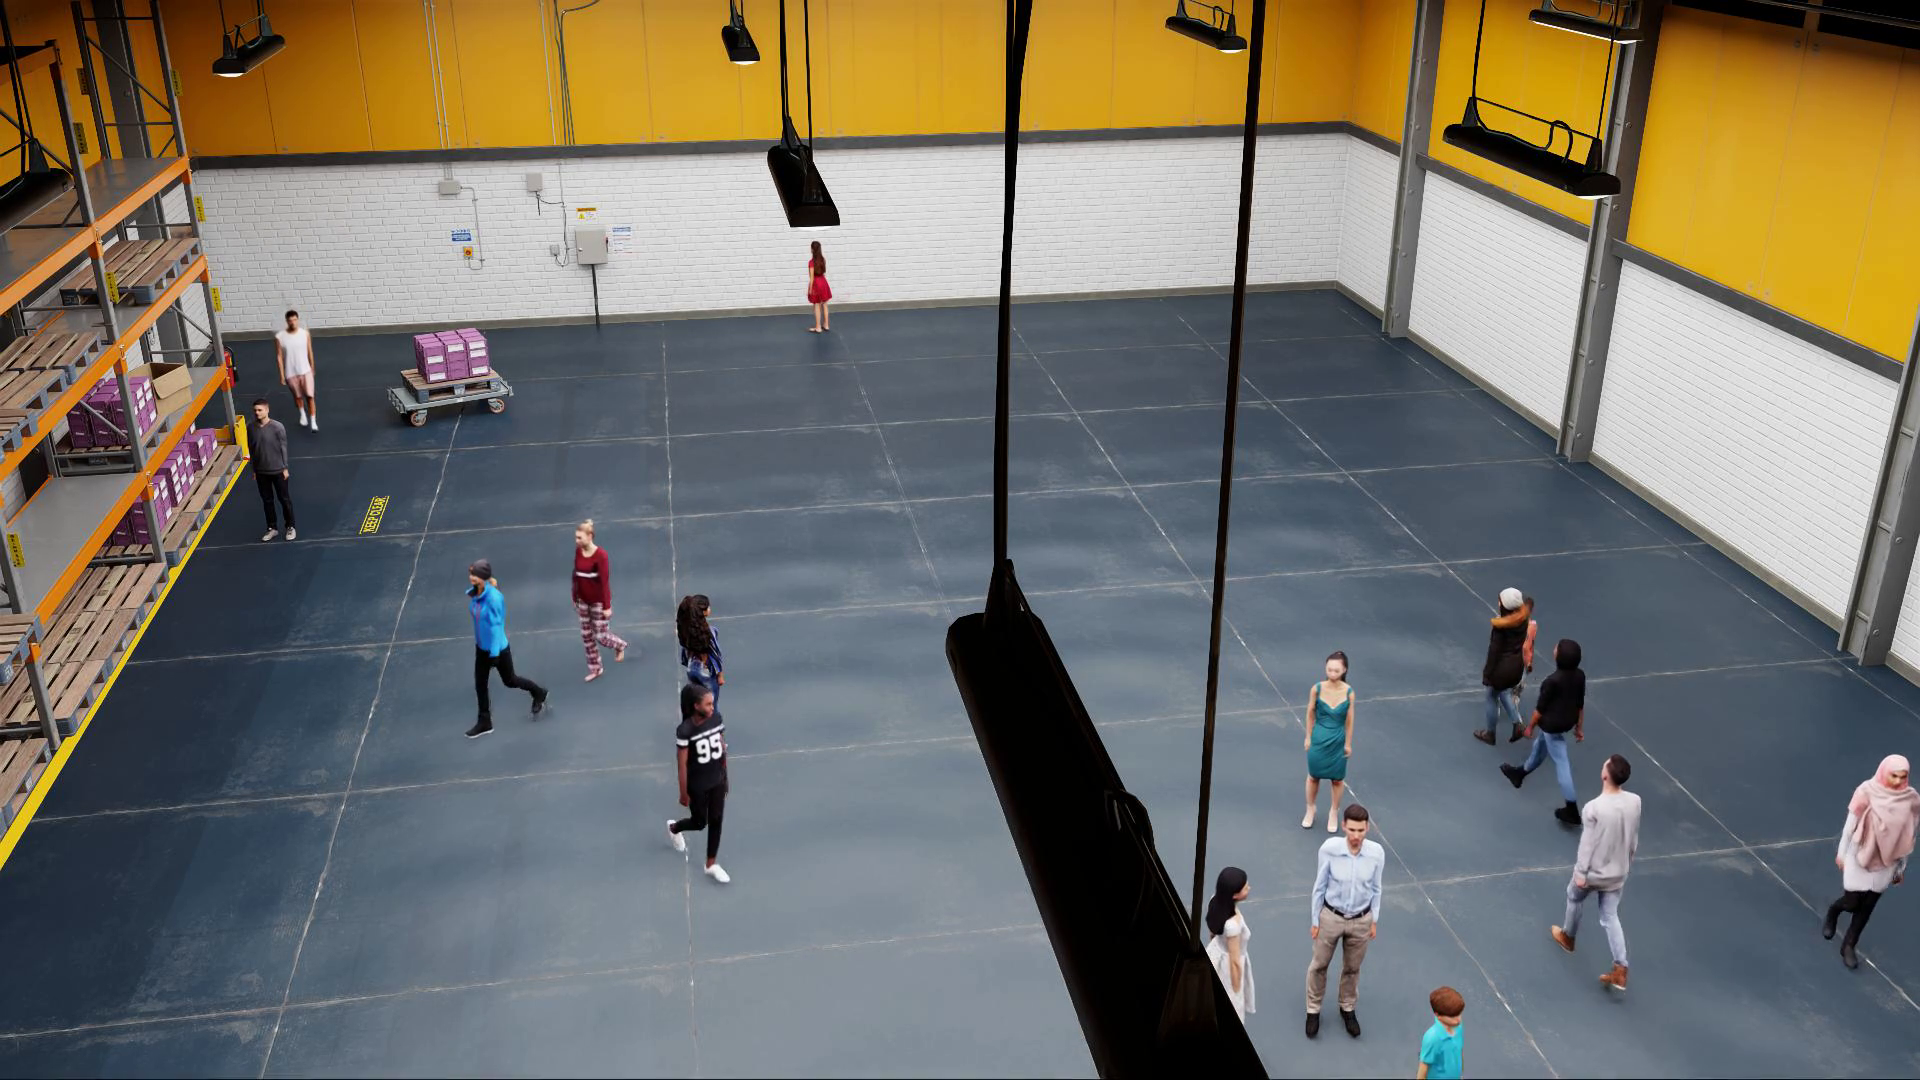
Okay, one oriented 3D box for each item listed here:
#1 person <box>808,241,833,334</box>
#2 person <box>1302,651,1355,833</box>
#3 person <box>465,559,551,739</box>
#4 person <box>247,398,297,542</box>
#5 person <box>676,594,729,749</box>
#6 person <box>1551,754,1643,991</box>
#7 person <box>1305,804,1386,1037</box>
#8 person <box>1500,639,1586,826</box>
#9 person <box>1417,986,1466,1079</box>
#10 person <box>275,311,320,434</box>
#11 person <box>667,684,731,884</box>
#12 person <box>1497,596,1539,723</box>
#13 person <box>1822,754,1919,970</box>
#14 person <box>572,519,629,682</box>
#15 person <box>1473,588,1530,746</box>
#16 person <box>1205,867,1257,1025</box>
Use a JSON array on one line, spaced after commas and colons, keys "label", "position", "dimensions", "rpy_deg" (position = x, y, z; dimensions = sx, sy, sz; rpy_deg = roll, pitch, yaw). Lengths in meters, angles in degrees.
[{"label": "person", "position": [-2.399, -4.302, 28.176], "dimensions": [0.736, 1.552, 0.676], "rpy_deg": [20, 31, 38]}, {"label": "person", "position": [3.154, 1.727, 14.213], "dimensions": [0.611, 1.688, 0.601], "rpy_deg": [6, 24, 13]}, {"label": "person", "position": [-4.332, 1.009, 15.762], "dimensions": [1.140, 1.762, 1.095], "rpy_deg": [21, 31, 39]}, {"label": "person", "position": [-8.305, -0.858, 20.036], "dimensions": [0.635, 1.761, 0.568], "rpy_deg": [-2, 24, -3]}, {"label": "person", "position": [-2.385, 1.230, 15.438], "dimensions": [0.697, 1.617, 0.754], "rpy_deg": [15, 28, 31]}, {"label": "person", "position": [4.814, 2.486, 12.337], "dimensions": [0.744, 1.800, 1.130], "rpy_deg": [-7, 24, -15]}, {"label": "person", "position": [2.739, 2.683, 11.828], "dimensions": [0.698, 1.847, 0.674], "rpy_deg": [1, 24, 3]}, {"label": "person", "position": [5.217, 1.694, 14.344], "dimensions": [0.878, 1.644, 1.250], "rpy_deg": [-13, 27, -28]}, {"label": "person", "position": [3.005, 3.434, 10.634], "dimensions": [0.827, 1.427, 1.005], "rpy_deg": [-19, 30, -37]}, {"label": "person", "position": [-9.400, -2.395, 23.583], "dimensions": [0.783, 1.737, 1.167], "rpy_deg": [-9, 25, -19]}, {"label": "person", "position": [-2.153, 1.962, 13.644], "dimensions": [0.926, 1.714, 1.041], "rpy_deg": [-22, 32, -40]}, {"label": "person", "position": [5.360, 1.134, 16.044], "dimensions": [0.541, 1.309, 0.544], "rpy_deg": [3, 24, 7]}, {"label": "person", "position": [6.873, 2.376, 12.594], "dimensions": [0.757, 1.796, 0.831], "rpy_deg": [4, 24, 10]}, {"label": "person", "position": [-3.658, 0.591, 16.808], "dimensions": [0.854, 1.691, 0.921], "rpy_deg": [13, 27, 27]}, {"label": "person", "position": [5.122, 1.212, 15.472], "dimensions": [0.782, 1.625, 0.865], "rpy_deg": [-15, 27, -30]}, {"label": "person", "position": [1.789, 2.973, 11.256], "dimensions": [0.689, 1.774, 0.551], "rpy_deg": [-4, 24, -10]}]
